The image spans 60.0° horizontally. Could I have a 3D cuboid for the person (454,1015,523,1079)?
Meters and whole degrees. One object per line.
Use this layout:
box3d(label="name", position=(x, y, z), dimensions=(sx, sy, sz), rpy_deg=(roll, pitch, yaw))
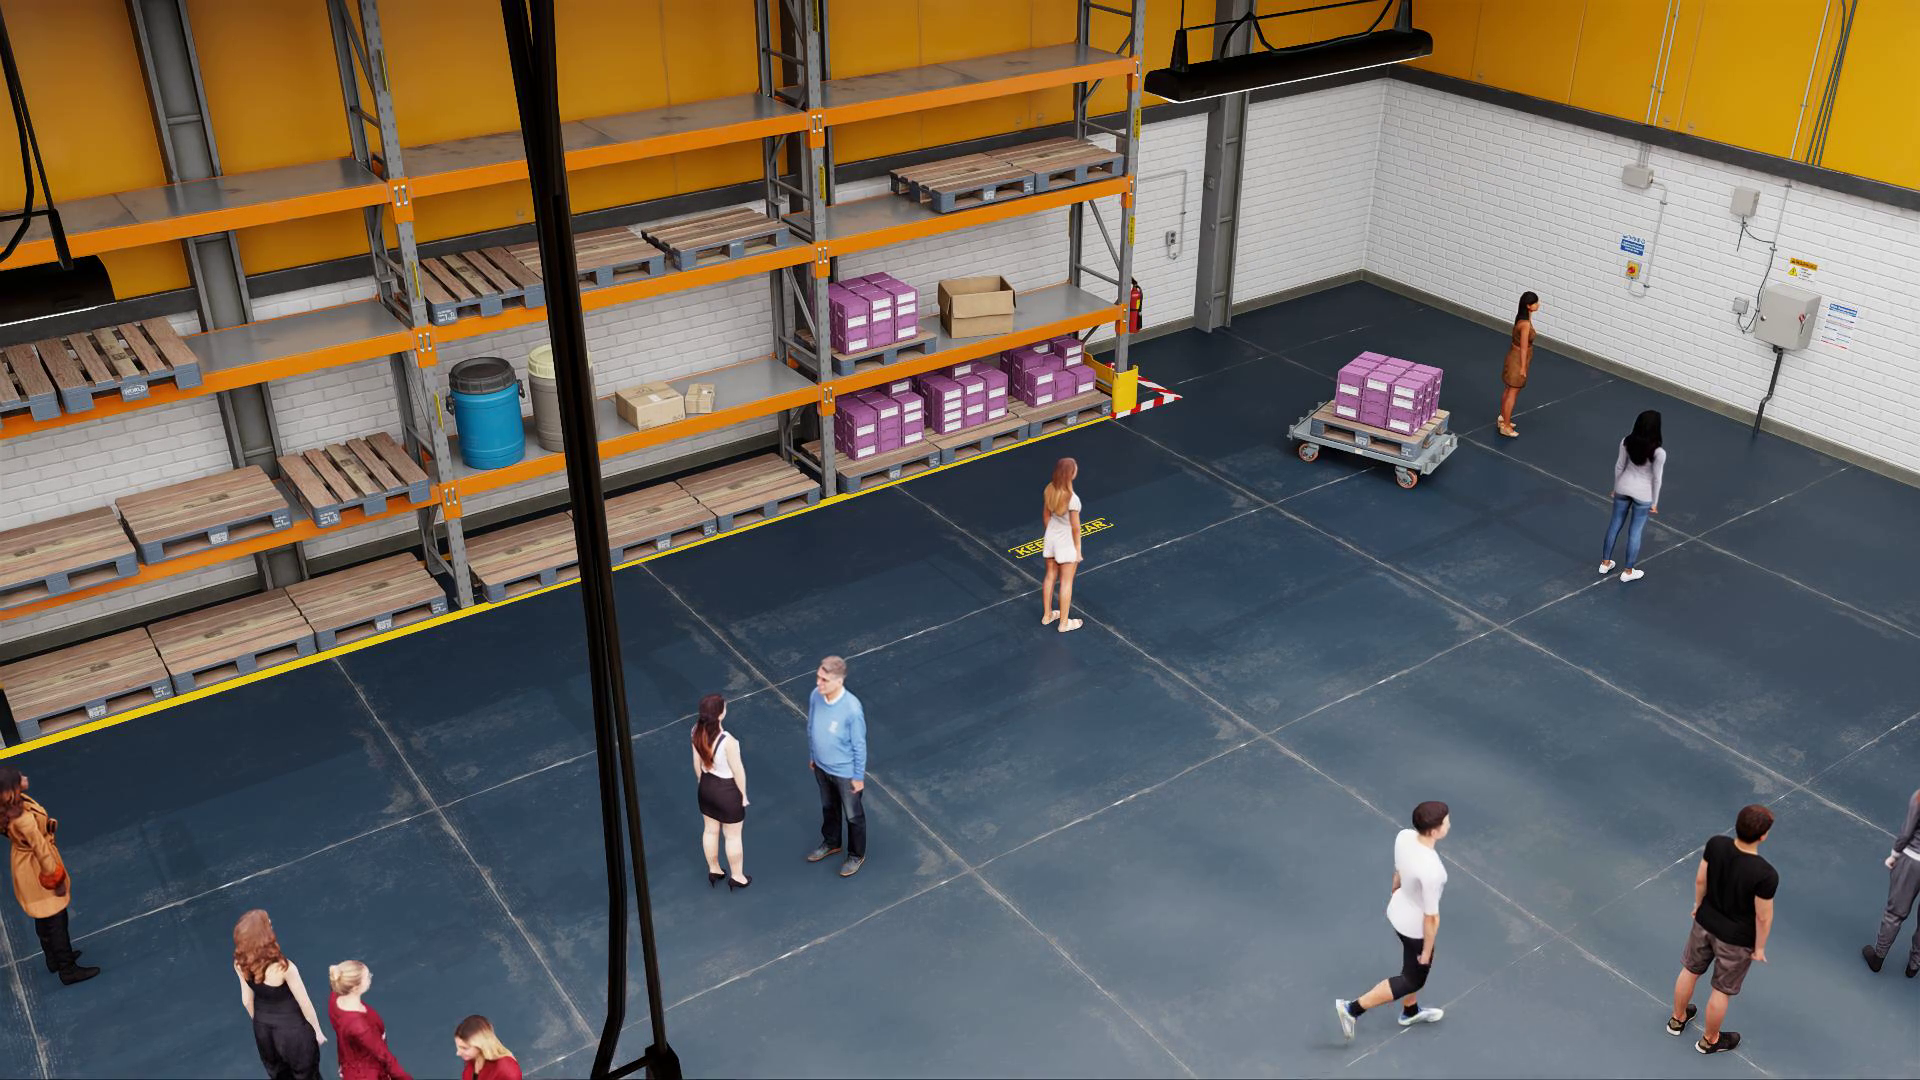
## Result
box3d(label="person", position=(-2.493, 3.227, 9.256), dimensions=(0.800, 1.612, 0.961), rpy_deg=(16, 32, 27))

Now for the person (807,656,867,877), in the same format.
box3d(label="person", position=(-0.879, 1.601, 12.023), dimensions=(0.709, 1.818, 0.652), rpy_deg=(21, 35, 33))

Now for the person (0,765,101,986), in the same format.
box3d(label="person", position=(-6.105, 2.201, 11.023), dimensions=(0.751, 1.720, 0.683), rpy_deg=(22, 36, 35))

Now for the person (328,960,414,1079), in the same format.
box3d(label="person", position=(-3.438, 3.104, 9.443), dimensions=(1.080, 1.648, 0.632), rpy_deg=(-19, 34, -31))

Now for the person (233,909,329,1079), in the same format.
box3d(label="person", position=(-3.987, 2.873, 9.764), dimensions=(0.658, 1.748, 0.721), rpy_deg=(4, 29, 8))

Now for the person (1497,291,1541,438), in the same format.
box3d(label="person", position=(6.293, -1.998, 18.754), dimensions=(0.693, 1.690, 0.631), rpy_deg=(5, 29, 9))

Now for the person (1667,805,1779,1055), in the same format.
box3d(label="person", position=(4.803, 2.429, 10.459), dimensions=(0.575, 1.861, 0.666), rpy_deg=(-17, 33, -28))

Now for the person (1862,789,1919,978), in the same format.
box3d(label="person", position=(6.408, 2.160, 11.037), dimensions=(0.655, 1.779, 0.680), rpy_deg=(10, 30, 17))

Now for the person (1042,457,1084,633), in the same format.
box3d(label="person", position=(0.912, 0.028, 15.034), dimensions=(0.561, 1.695, 0.585), rpy_deg=(-23, 36, -35))

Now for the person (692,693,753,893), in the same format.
box3d(label="person", position=(-1.707, 1.797, 11.839), dimensions=(0.631, 1.649, 0.648), rpy_deg=(13, 31, 23))

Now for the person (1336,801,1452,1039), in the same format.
box3d(label="person", position=(2.786, 2.422, 10.501), dimensions=(1.151, 1.834, 0.944), rpy_deg=(-5, 29, -10))

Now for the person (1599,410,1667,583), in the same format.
box3d(label="person", position=(6.415, -0.433, 15.837), dimensions=(0.548, 1.736, 0.628), rpy_deg=(-23, 36, -35))
